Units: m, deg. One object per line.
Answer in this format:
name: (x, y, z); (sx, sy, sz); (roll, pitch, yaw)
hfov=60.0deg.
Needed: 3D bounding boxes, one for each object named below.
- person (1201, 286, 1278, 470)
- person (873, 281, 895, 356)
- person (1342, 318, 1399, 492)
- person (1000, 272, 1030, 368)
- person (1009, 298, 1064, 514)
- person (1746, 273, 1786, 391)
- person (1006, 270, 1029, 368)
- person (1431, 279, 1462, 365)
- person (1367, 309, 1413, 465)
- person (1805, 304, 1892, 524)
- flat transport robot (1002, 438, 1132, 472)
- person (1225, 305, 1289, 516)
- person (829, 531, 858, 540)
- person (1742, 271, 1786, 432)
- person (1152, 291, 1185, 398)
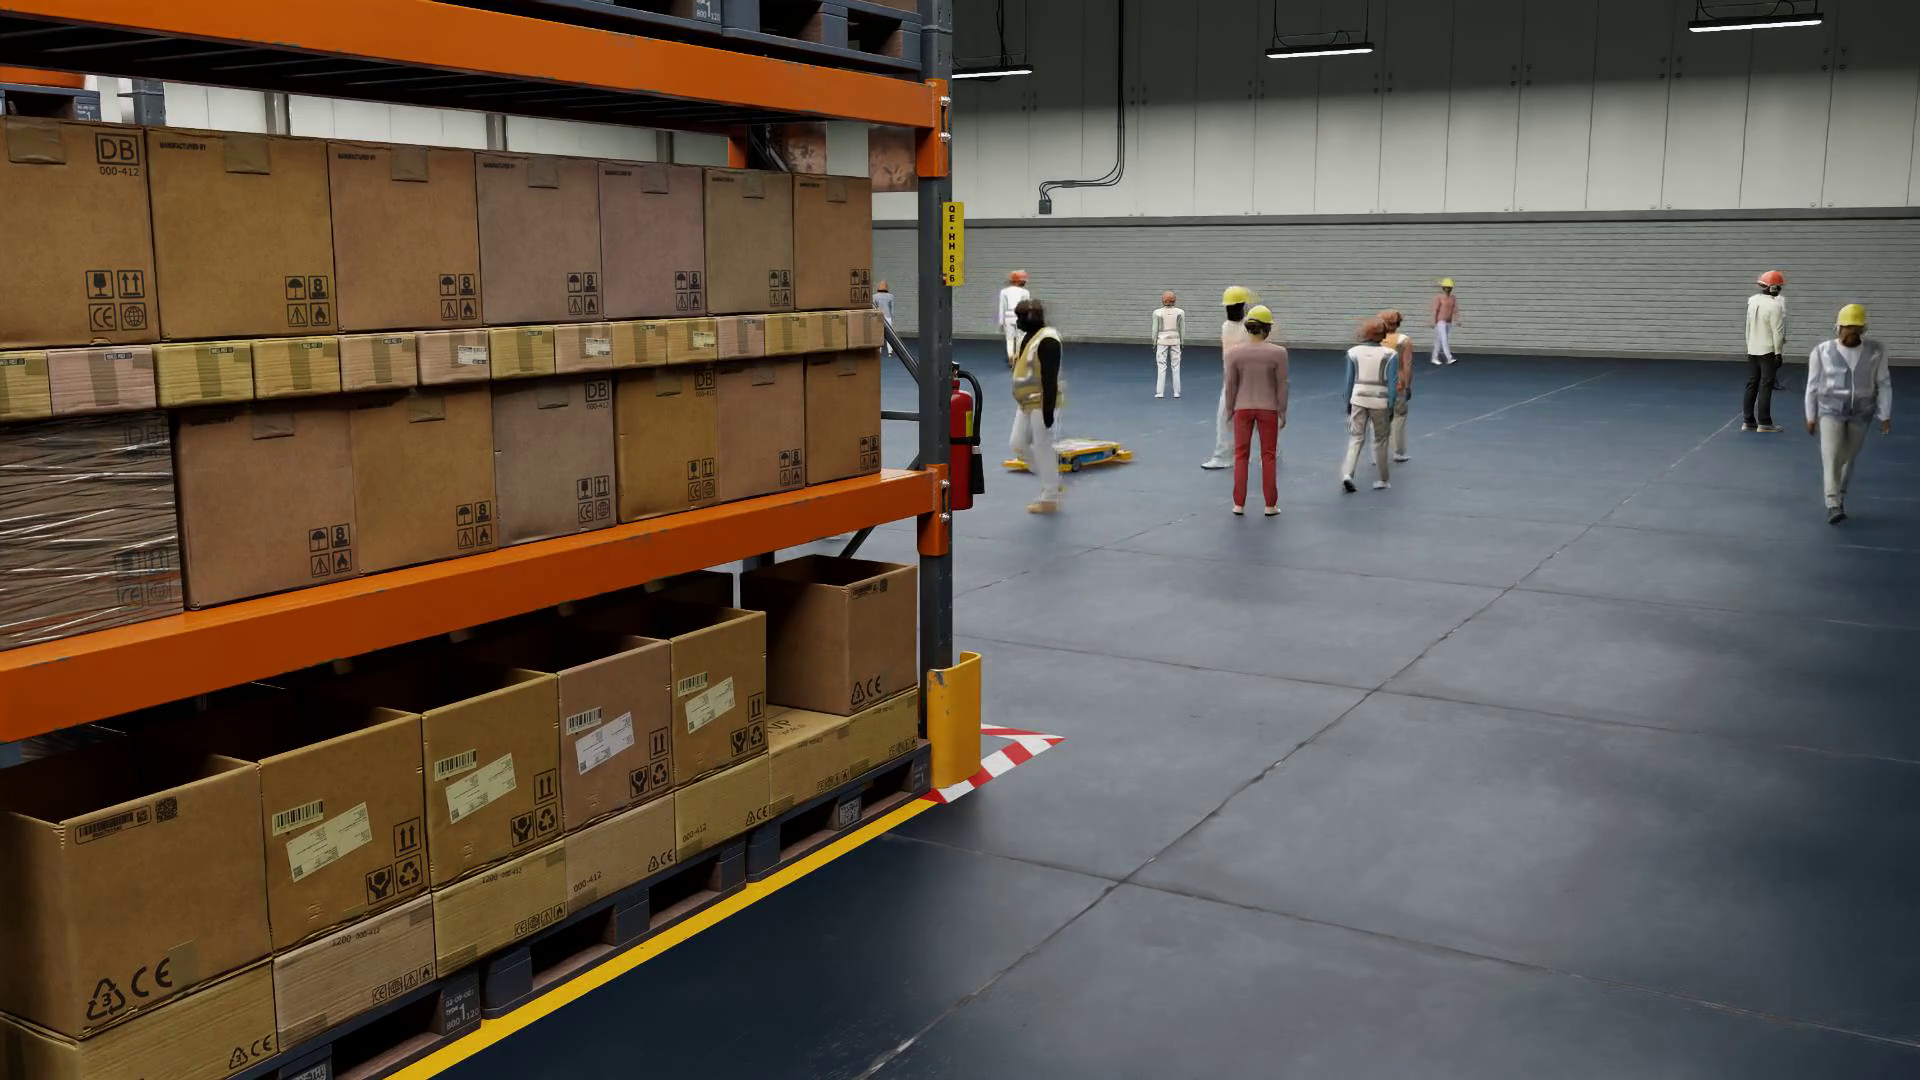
person: (2.931, -1.669, 17.085); (0.953, 1.890, 0.596); (-6, 12, -33)
person: (-1.665, -4.803, 36.147); (0.498, 1.634, 0.278); (-1, 10, -5)
person: (3.773, -1.234, 15.379); (0.519, 1.623, 0.759); (6, 12, 33)
person: (1.055, -4.179, 31.811); (0.600, 1.867, 0.523); (1, 10, 5)
person: (0.662, -1.132, 14.106); (0.437, 1.818, 0.723); (-3, 10, -19)
person: (13.014, -3.348, 26.862); (0.580, 1.904, 0.664); (6, 11, 32)
person: (1.143, -4.291, 32.339); (0.429, 1.909, 0.553); (-3, 10, -15)
person: (9.709, -4.333, 33.129); (0.540, 1.718, 0.905); (-5, 11, -26)
person: (4.522, -1.602, 17.423); (0.540, 1.614, 0.674); (7, 12, 35)
person: (7.282, -1.032, 13.634); (0.602, 1.782, 0.927); (3, 10, 15)
flat transport robot: (1.123, -0.886, 17.200); (0.652, 0.197, 1.431); (8, 12, 38)
person: (2.486, -1.079, 13.970); (0.527, 1.765, 0.329); (3, 10, 16)
person: (-1.263, -0.909, 12.705); (0.989, 1.872, 0.602); (3, 10, 17)
person: (10.002, -2.337, 20.656); (0.375, 1.995, 0.610); (-2, 10, -11)
person: (3.195, -2.984, 25.483); (0.514, 1.641, 0.307); (-1, 10, -4)
